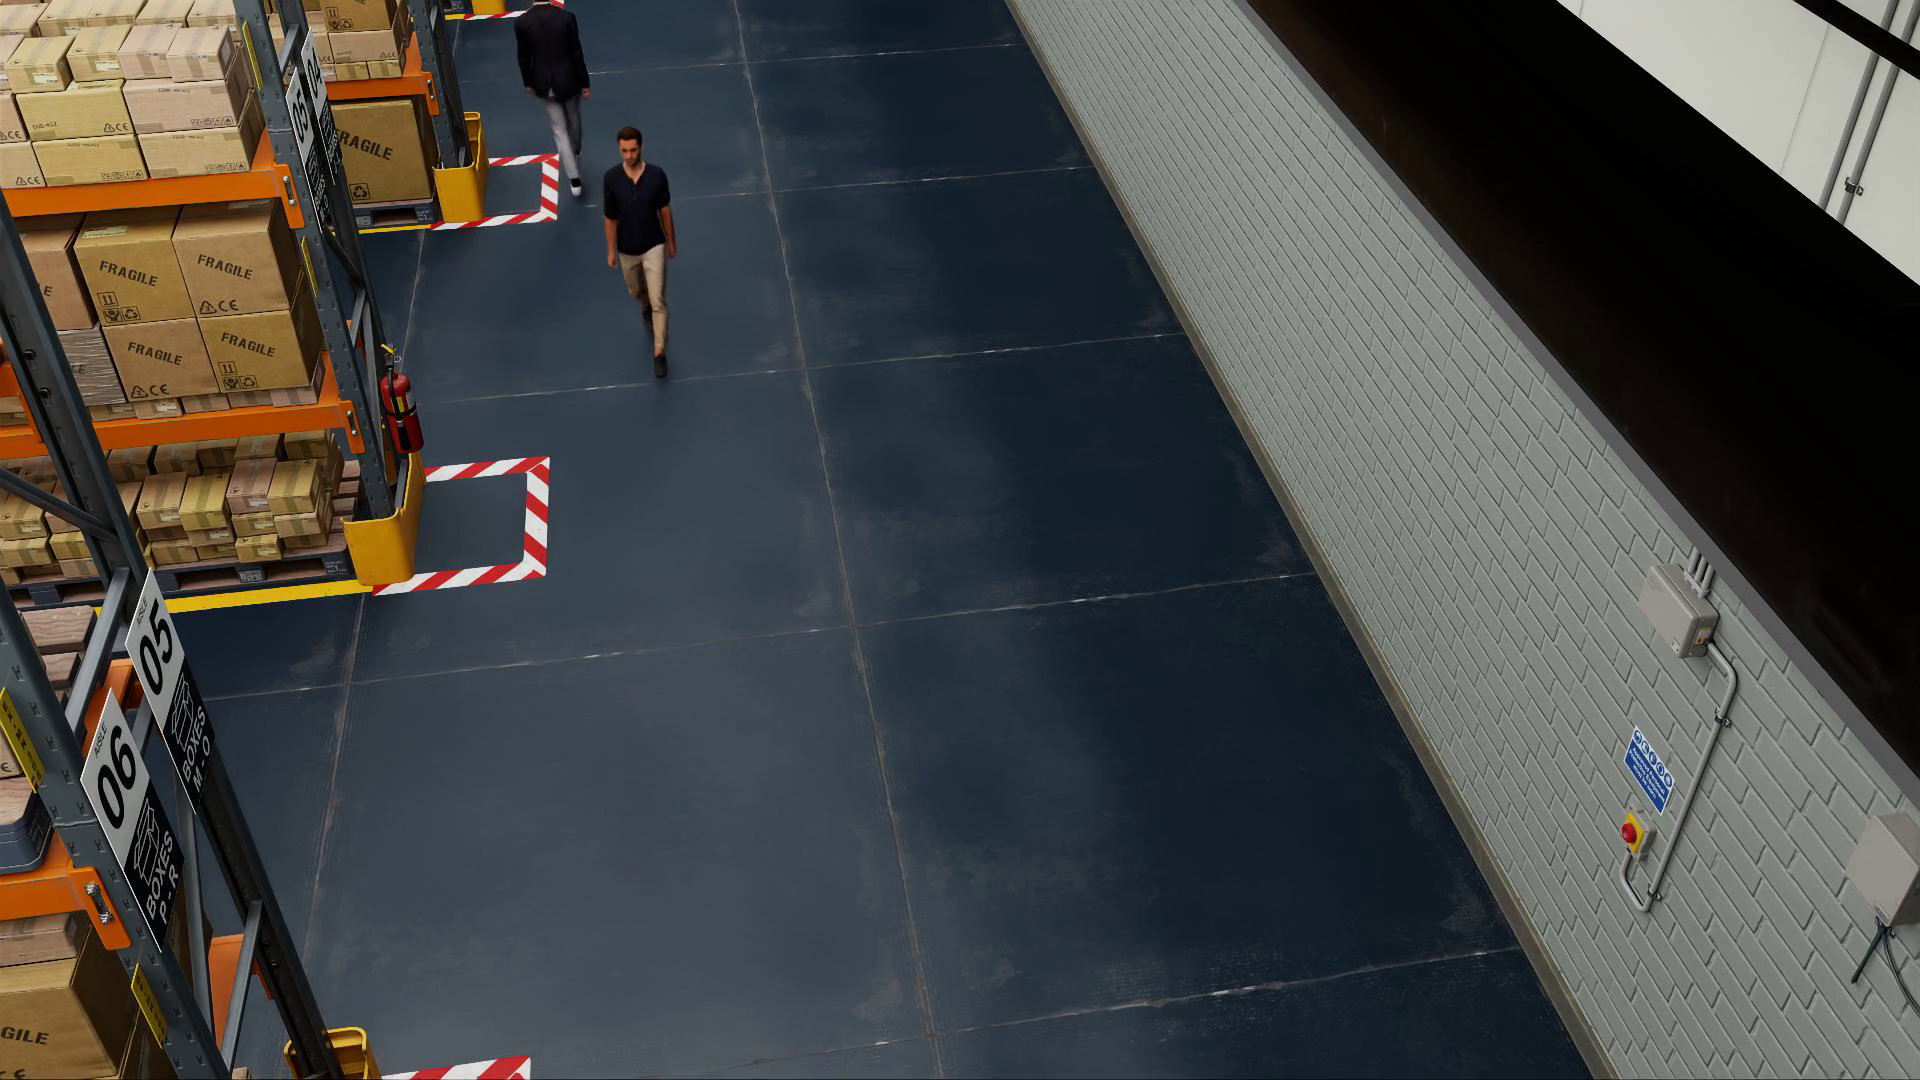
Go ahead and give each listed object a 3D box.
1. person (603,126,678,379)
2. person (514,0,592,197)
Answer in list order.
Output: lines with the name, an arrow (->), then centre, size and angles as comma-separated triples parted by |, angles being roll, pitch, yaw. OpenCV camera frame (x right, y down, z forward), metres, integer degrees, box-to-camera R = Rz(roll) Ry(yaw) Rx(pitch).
person -> -2.335, -2.177, 12.180 | 1.126, 1.821, 0.781 | -2, 38, -3
person -> -3.465, -3.889, 14.297 | 1.153, 1.908, 0.876 | -9, 39, -12
